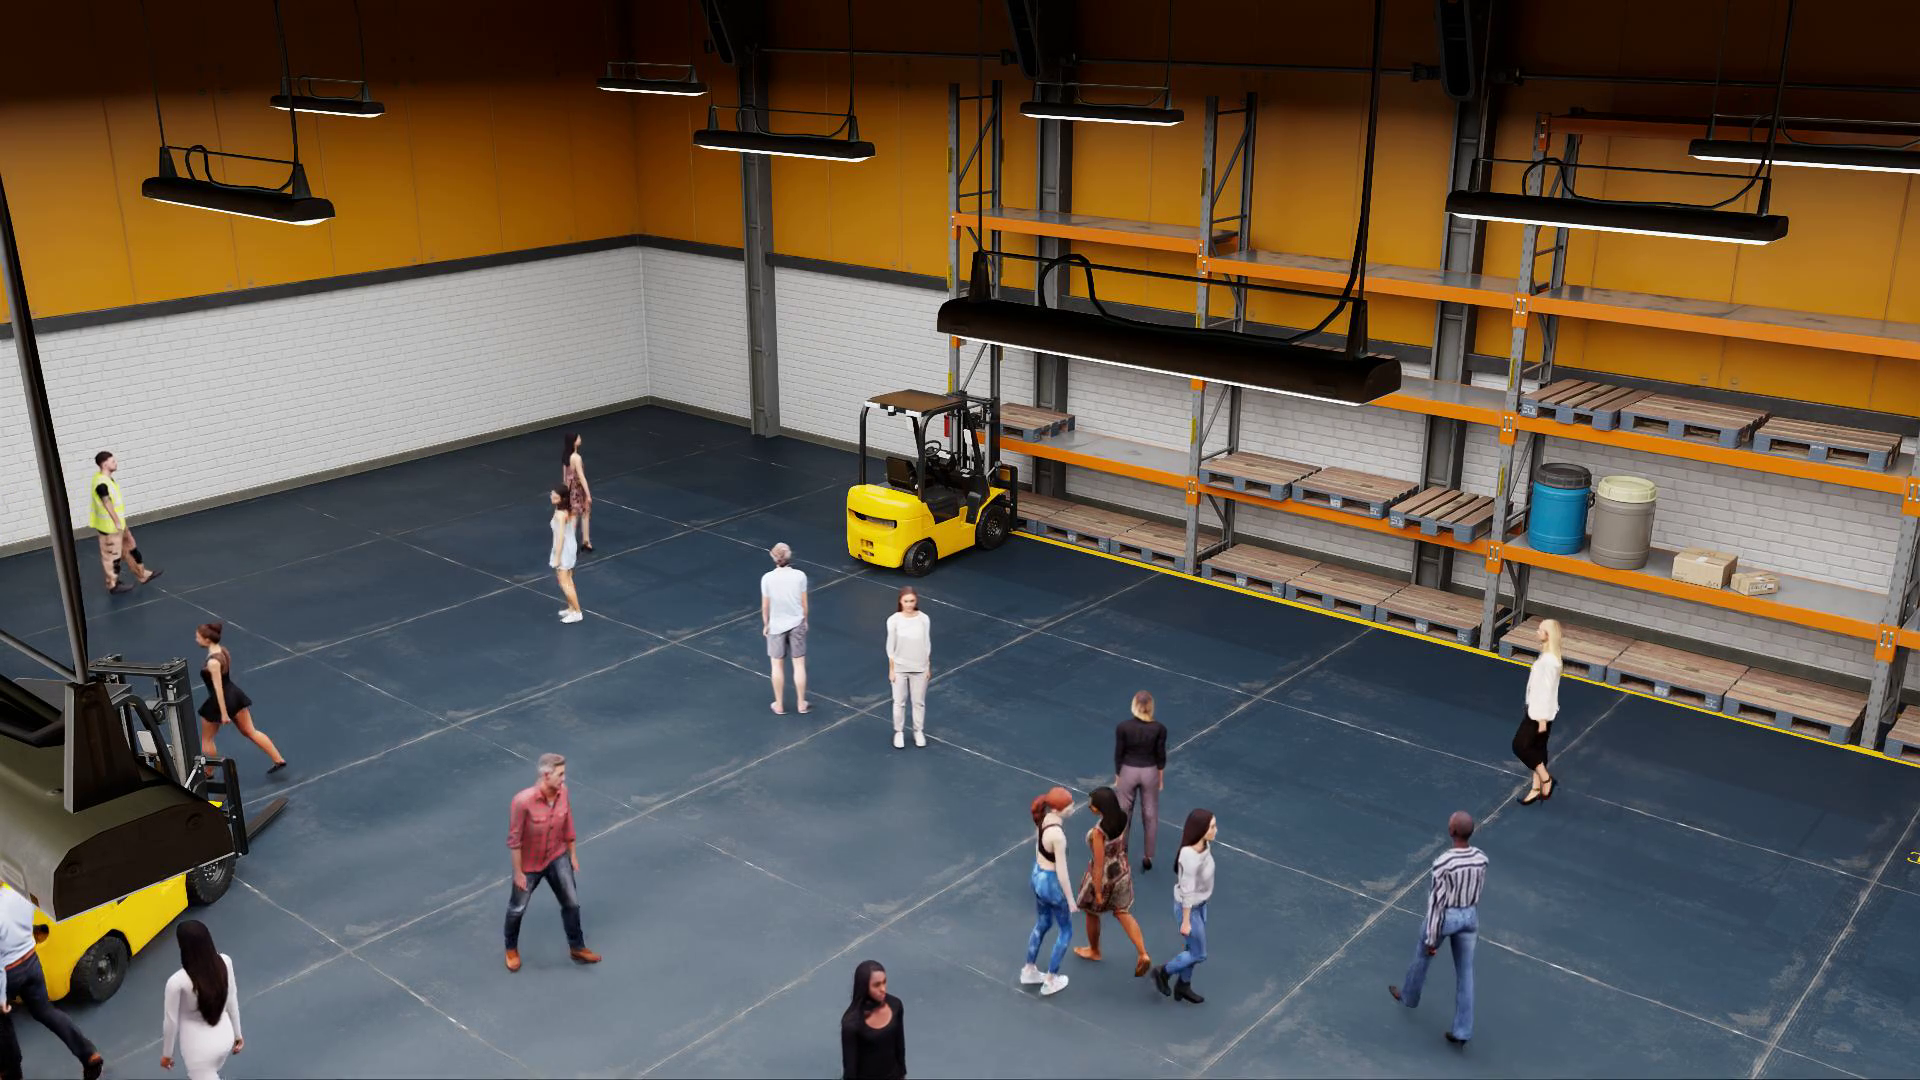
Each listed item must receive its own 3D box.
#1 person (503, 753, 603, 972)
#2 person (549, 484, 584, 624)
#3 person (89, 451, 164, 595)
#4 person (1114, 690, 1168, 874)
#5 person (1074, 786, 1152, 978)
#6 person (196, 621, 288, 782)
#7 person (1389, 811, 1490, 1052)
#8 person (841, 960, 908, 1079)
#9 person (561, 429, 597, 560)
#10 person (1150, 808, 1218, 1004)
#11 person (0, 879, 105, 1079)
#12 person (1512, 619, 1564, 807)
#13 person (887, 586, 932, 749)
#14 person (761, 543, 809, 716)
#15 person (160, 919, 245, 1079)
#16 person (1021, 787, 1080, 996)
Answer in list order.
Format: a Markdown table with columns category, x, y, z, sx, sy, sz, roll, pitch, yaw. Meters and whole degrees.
| category | x | y | z | sx | sy | sz | roll | pitch | yaw |
| --- | --- | --- | --- | --- | --- | --- | --- | --- | --- |
| person | -3.264 | 2.448 | 12.781 | 0.773 | 1.791 | 0.943 | -14 | 23 | -35 |
| person | -4.715 | 0.130 | 19.780 | 0.779 | 1.717 | 0.727 | 4 | 19 | 12 |
| person | -10.579 | -0.206 | 20.605 | 1.015 | 1.826 | 1.037 | -9 | 21 | -25 |
| person | 1.522 | 2.061 | 14.122 | 0.656 | 1.669 | 0.730 | 0 | 19 | -1 |
| person | 1.181 | 2.605 | 12.611 | 0.990 | 1.601 | 0.655 | 17 | 25 | 41 |
| person | -6.839 | 1.555 | 15.682 | 1.167 | 1.631 | 1.104 | -1 | 19 | -3 |
| person | 3.542 | 2.805 | 11.769 | 0.994 | 1.761 | 1.159 | -7 | 20 | -19 |
| person | -0.550 | 3.349 | 10.212 | 0.645 | 1.722 | 0.582 | -15 | 24 | -38 |
| person | -5.124 | -0.569 | 21.794 | 0.801 | 1.756 | 0.746 | -13 | 22 | -33 |
| person | 1.622 | 2.711 | 12.272 | 0.769 | 1.617 | 0.727 | 7 | 20 | 21 |
| person | -6.310 | 2.977 | 11.252 | 1.245 | 1.764 | 0.963 | 5 | 19 | 14 |
| person | 5.386 | 1.613 | 15.166 | 0.829 | 1.851 | 0.780 | 5 | 19 | 14 |
| person | -0.500 | 1.246 | 16.511 | 0.680 | 1.688 | 0.719 | -4 | 19 | -11 |
| person | -1.805 | 0.920 | 17.264 | 0.719 | 1.824 | 0.766 | -3 | 19 | -8 |
| person | -4.675 | 3.247 | 10.440 | 1.212 | 1.771 | 0.802 | 9 | 21 | 26 |
| person | 0.640 | 2.633 | 12.289 | 0.756 | 1.754 | 0.651 | -10 | 21 | -28 |
